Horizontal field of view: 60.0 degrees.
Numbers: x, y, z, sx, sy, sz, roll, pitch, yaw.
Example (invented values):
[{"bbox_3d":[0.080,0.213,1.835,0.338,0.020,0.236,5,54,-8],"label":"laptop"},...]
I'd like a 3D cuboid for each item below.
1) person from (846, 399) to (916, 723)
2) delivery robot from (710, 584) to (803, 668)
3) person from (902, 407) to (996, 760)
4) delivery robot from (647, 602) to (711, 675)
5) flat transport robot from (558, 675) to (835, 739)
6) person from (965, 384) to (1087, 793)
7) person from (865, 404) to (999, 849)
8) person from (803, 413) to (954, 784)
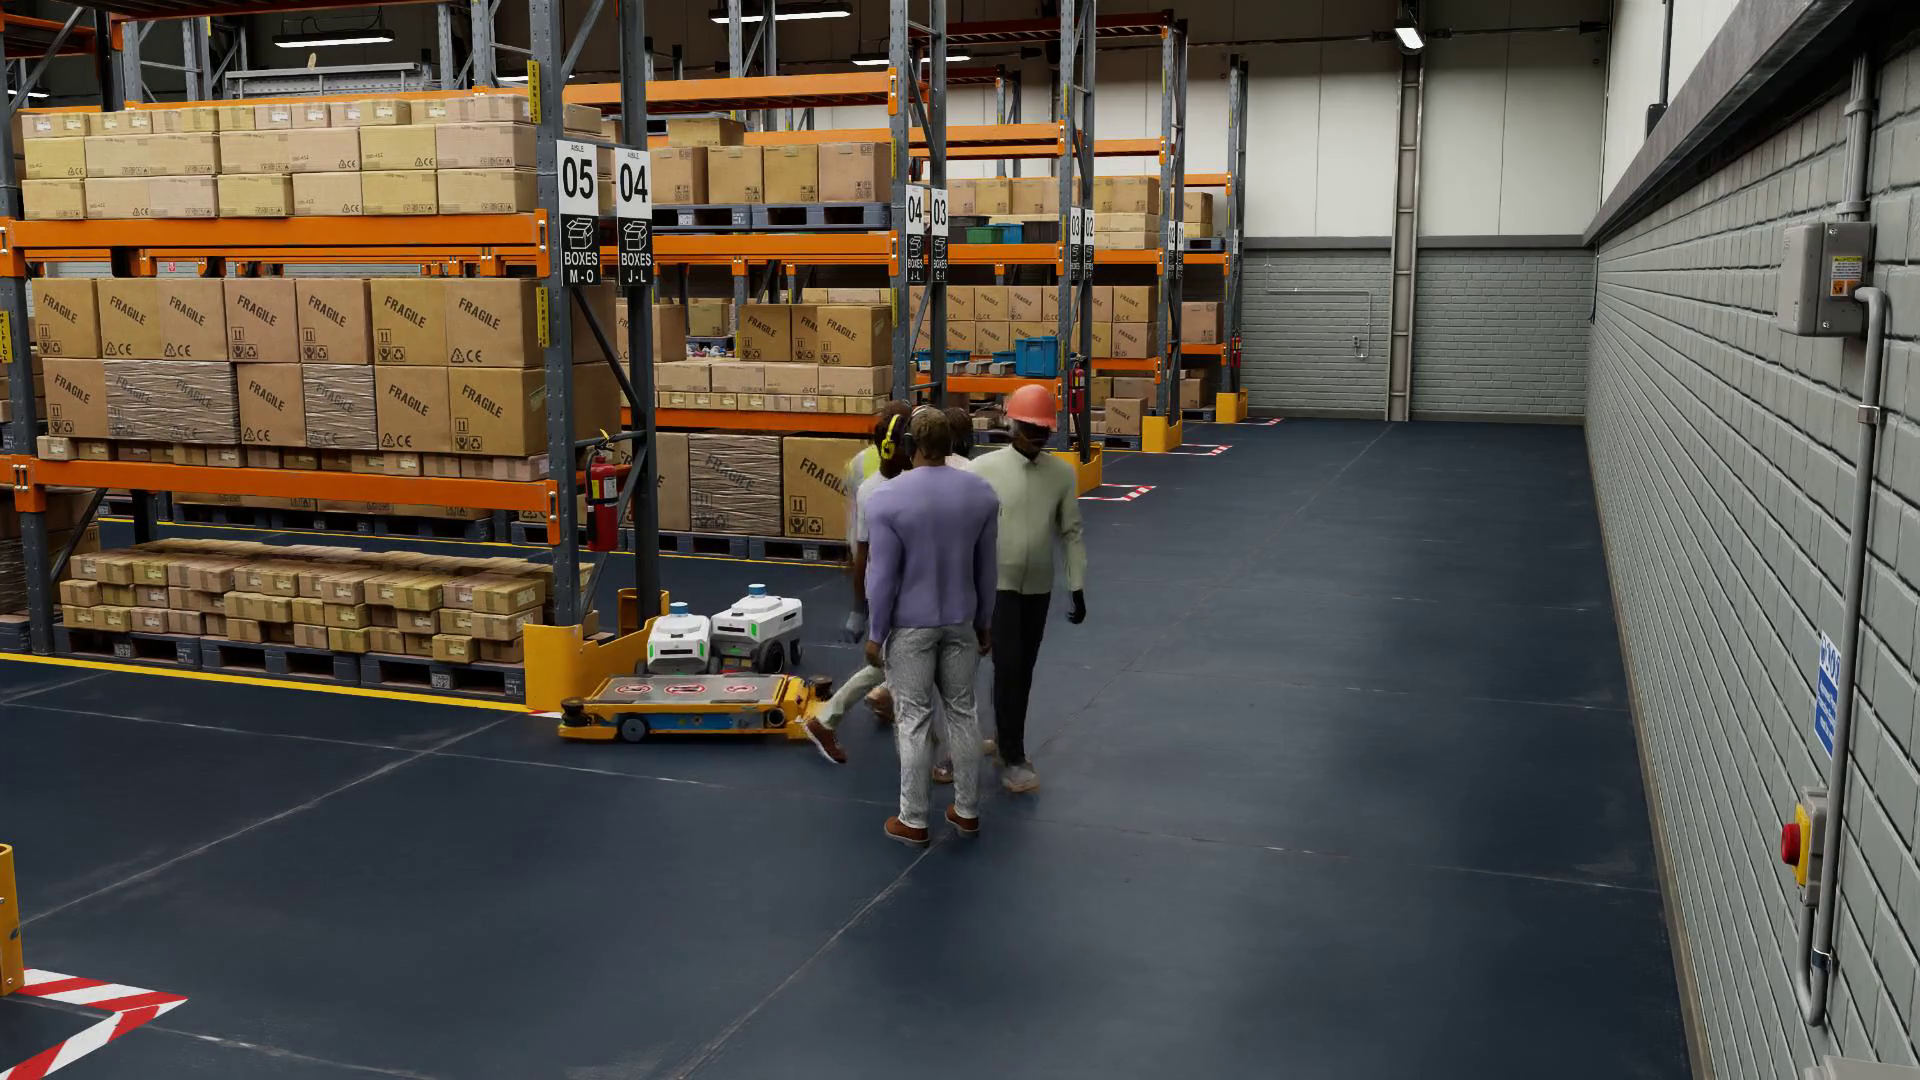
[{"bbox_3d":[-0.350,0.112,9.403,0.623,1.819,0.870,5,10,28],"label":"person"},{"bbox_3d":[-1.268,0.519,10.410,0.477,0.478,0.707,3,10,20],"label":"delivery robot"},{"bbox_3d":[-0.038,0.231,8.553,0.429,1.828,0.663,-9,13,-44],"label":"person"},{"bbox_3d":[-1.657,0.613,9.827,0.477,0.478,0.707,-1,9,-7],"label":"delivery robot"},{"bbox_3d":[-1.424,0.910,9.149,1.431,0.197,0.652,0,9,-1],"label":"flat transport robot"},{"bbox_3d":[0.351,0.233,8.078,0.631,1.962,0.791,-4,10,-24],"label":"person"},{"bbox_3d":[-0.124,0.377,7.283,0.635,1.937,0.352,-5,10,-28],"label":"person"},{"bbox_3d":[-0.408,0.273,8.282,0.850,1.836,0.531,3,9,17],"label":"person"}]
